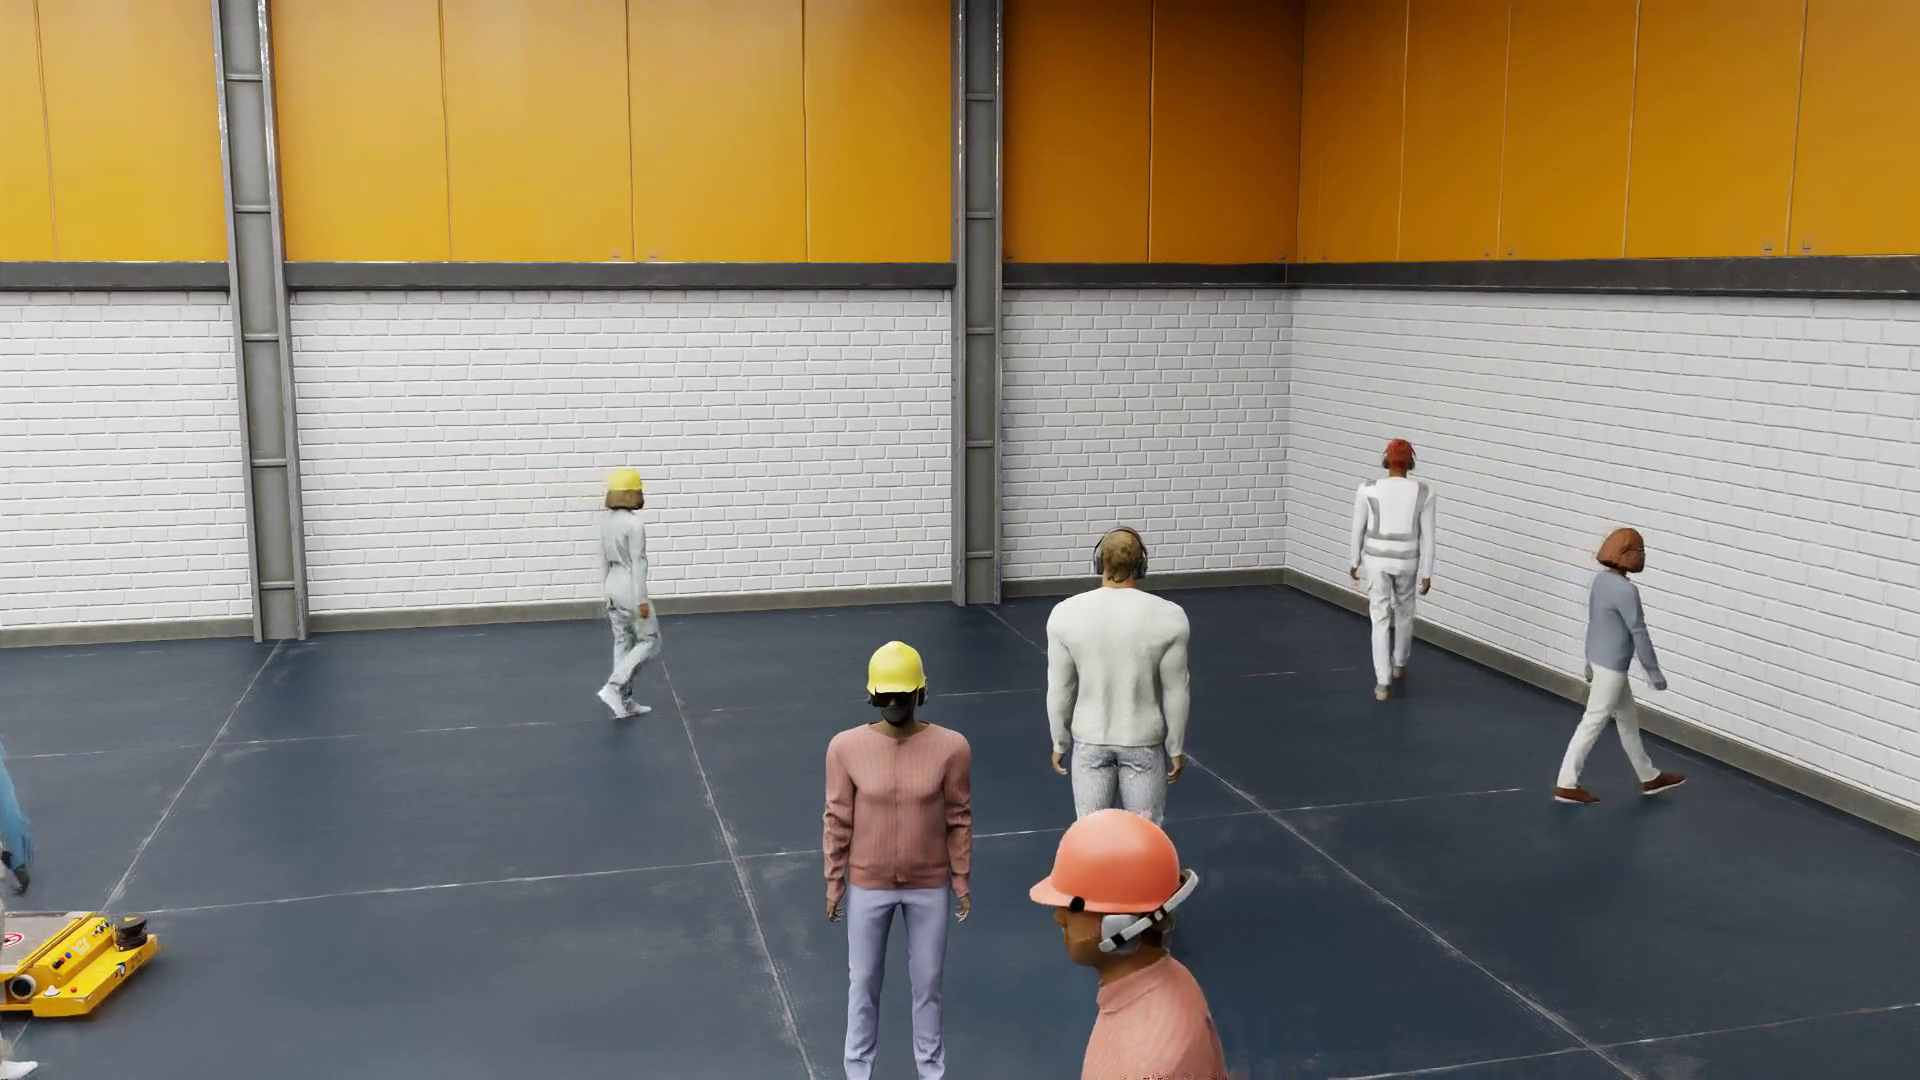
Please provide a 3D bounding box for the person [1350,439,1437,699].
[{"bbox_3d":[3.151,0.179,12.156,0.580,1.839,0.956,2,9,10],"label":"person"}]

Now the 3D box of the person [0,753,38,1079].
[{"bbox_3d":[-3.738,1.270,6.062,0.611,1.614,0.337,-3,10,-18],"label":"person"}]

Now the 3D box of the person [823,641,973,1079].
[{"bbox_3d":[-0.216,1.220,5.885,0.533,1.767,0.326,-1,9,-3],"label":"person"}]

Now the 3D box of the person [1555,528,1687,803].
[{"bbox_3d":[3.804,0.728,9.483,0.788,1.595,0.505,1,9,6],"label":"person"}]

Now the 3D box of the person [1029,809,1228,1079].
[{"bbox_3d":[0.253,1.511,3.457,0.900,1.956,0.650,1,9,8],"label":"person"}]

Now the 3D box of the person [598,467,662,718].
[{"bbox_3d":[-2.260,0.371,11.285,0.393,1.730,0.508,-8,12,-41],"label":"person"}]

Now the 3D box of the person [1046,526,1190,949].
[{"bbox_3d":[0.694,0.900,7.339,0.629,1.940,0.378,2,9,12],"label":"person"}]

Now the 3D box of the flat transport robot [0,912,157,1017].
[{"bbox_3d":[-4.259,1.784,7.014,1.431,0.197,0.652,0,9,-2],"label":"flat transport robot"}]
